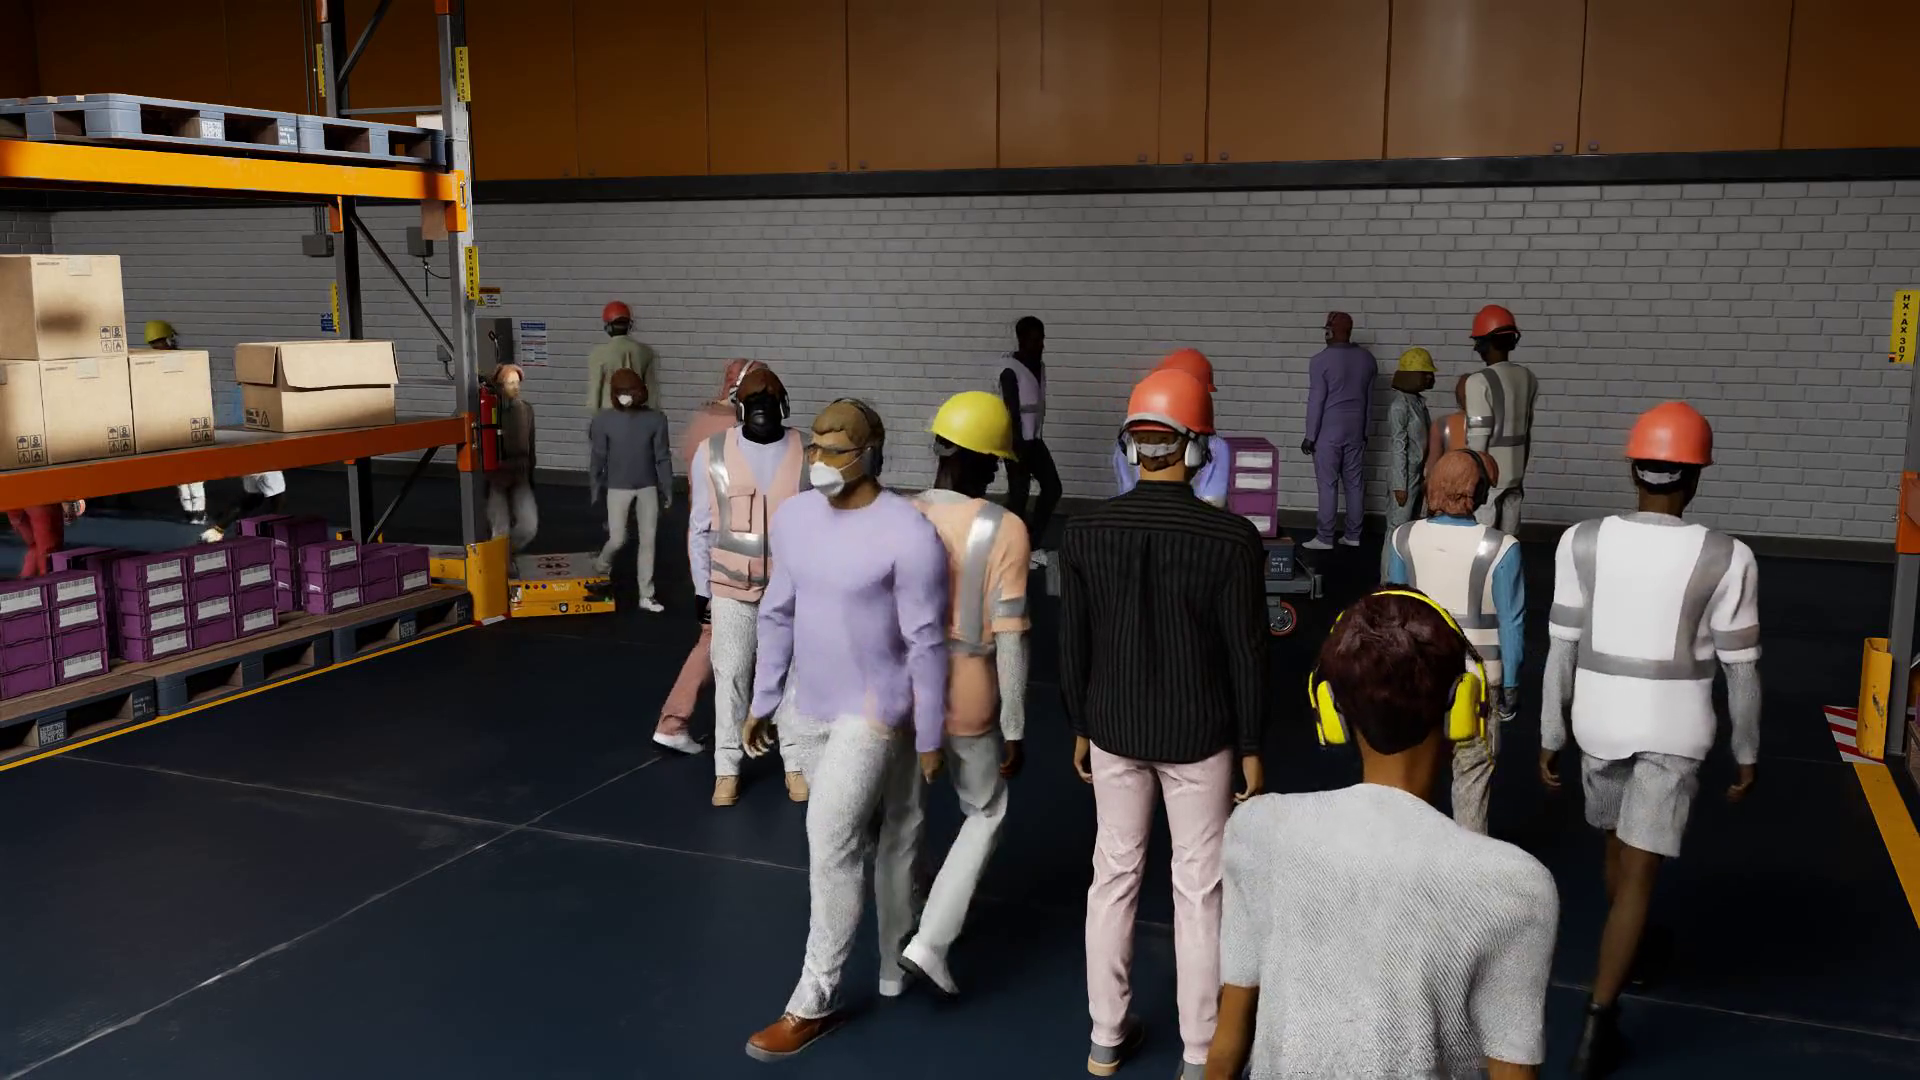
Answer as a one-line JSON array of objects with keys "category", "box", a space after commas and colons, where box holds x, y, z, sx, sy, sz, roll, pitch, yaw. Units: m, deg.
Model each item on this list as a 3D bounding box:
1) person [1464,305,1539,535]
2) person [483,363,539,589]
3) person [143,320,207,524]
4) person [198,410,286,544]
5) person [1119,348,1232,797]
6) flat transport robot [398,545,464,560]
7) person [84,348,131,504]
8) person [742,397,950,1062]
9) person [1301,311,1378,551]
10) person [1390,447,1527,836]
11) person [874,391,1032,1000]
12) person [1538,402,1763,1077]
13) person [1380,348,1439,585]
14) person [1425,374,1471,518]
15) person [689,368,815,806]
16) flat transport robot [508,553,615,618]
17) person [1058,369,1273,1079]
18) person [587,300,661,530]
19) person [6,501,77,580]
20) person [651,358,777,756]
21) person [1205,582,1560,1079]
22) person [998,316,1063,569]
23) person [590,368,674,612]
[{"category": "person", "box": [3.125, -0.361, 9.825, 0.614, 2.039, 0.383, -8, 12, -39]}, {"category": "person", "box": [-3.127, -0.401, 11.332, 0.470, 1.621, 0.528, 7, 11, 35]}, {"category": "person", "box": [-6.886, -1.017, 14.518, 0.593, 1.799, 0.635, 0, 9, 0]}, {"category": "person", "box": [-5.342, -0.610, 12.494, 0.723, 1.654, 0.554, -4, 10, -25]}, {"category": "person", "box": [0.984, 0.139, 7.168, 0.580, 1.915, 0.681, 8, 12, 40]}, {"category": "flat transport robot", "box": [-3.974, 0.178, 11.912, 1.431, 0.197, 0.652, 2, 10, 12]}, {"category": "person", "box": [-8.213, -1.282, 15.887, 0.356, 1.884, 0.574, 9, 13, 44]}, {"category": "person", "box": [-0.279, 0.507, 5.018, 0.634, 1.908, 0.972, 9, 13, 43]}, {"category": "person", "box": [3.000, -0.865, 13.281, 0.637, 1.912, 0.406, -5, 10, -26]}, {"category": "person", "box": [1.737, 0.494, 5.870, 0.514, 1.639, 0.309, 9, 13, 42]}, {"category": "person", "box": [-0.084, 0.495, 5.105, 0.700, 1.897, 0.436, 4, 10, 25]}, {"category": "person", "box": [2.015, 0.542, 4.850, 0.567, 1.881, 1.010, 7, 12, 37]}, {"category": "person", "box": [2.936, -0.378, 10.828, 0.299, 1.743, 0.493, 5, 11, 29]}, {"category": "person", "box": [3.180, -0.225, 10.319, 0.526, 1.604, 0.763, 5, 11, 29]}, {"category": "person", "box": [-0.827, 0.201, 7.023, 0.621, 1.845, 0.429, -2, 10, -10]}, {"category": "flat transport robot", "box": [-2.741, 0.281, 11.290, 0.652, 0.197, 1.431, -3, 10, -17]}, {"category": "person", "box": [0.565, 0.530, 4.575, 0.609, 1.993, 0.382, 5, 11, 28]}, {"category": "person", "box": [-2.848, -1.036, 14.123, 0.620, 1.980, 0.564, -8, 12, -39]}, {"category": "person", "box": [-5.560, -0.246, 10.010, 0.543, 1.749, 0.412, 2, 10, 13]}, {"category": "person", "box": [-1.121, 0.072, 7.792, 0.799, 1.850, 0.654, -4, 10, -23]}, {"category": "person", "box": [0.503, 1.000, 2.257, 0.565, 1.833, 0.708, 8, 13, 42]}, {"category": "person", "box": [0.533, -0.698, 12.371, 0.551, 1.870, 0.612, 5, 10, 27]}, {"category": "person", "box": [-2.178, -0.333, 10.954, 0.500, 1.613, 0.483, -5, 11, -28]}]
